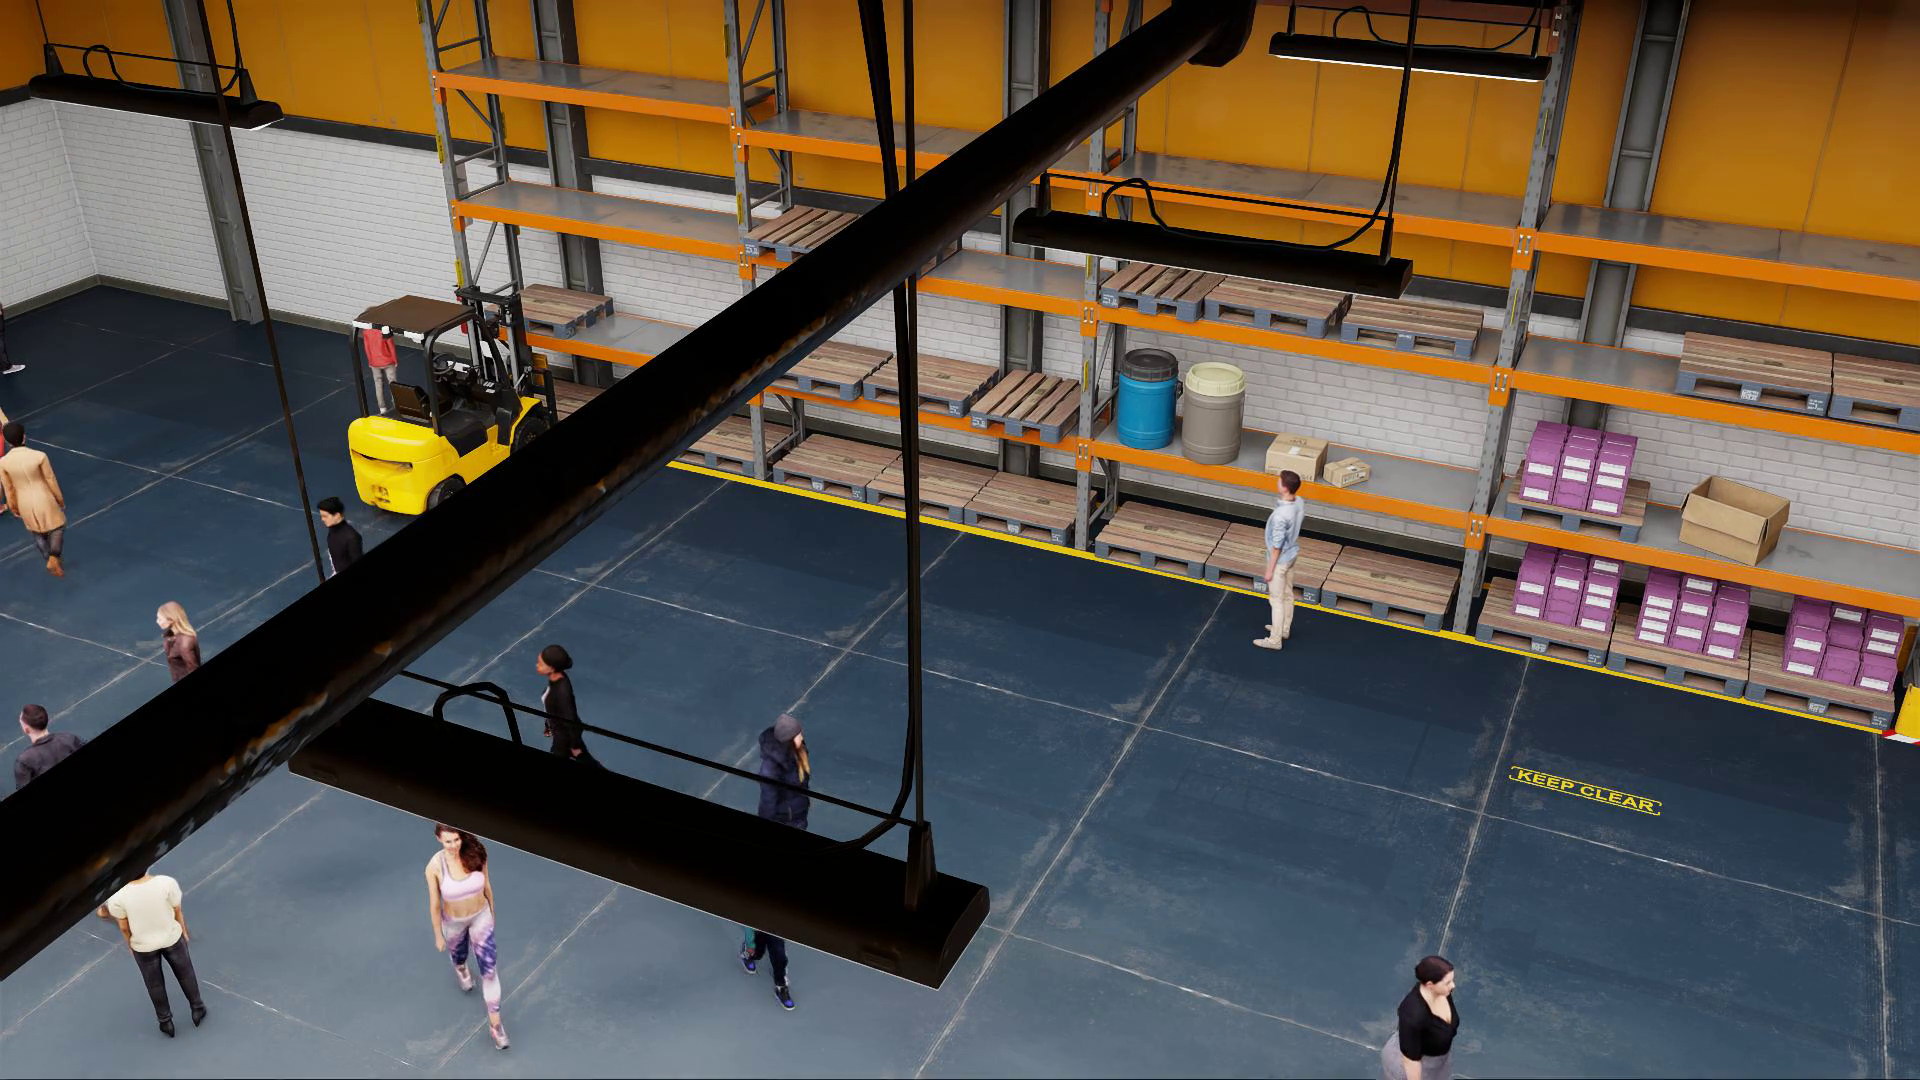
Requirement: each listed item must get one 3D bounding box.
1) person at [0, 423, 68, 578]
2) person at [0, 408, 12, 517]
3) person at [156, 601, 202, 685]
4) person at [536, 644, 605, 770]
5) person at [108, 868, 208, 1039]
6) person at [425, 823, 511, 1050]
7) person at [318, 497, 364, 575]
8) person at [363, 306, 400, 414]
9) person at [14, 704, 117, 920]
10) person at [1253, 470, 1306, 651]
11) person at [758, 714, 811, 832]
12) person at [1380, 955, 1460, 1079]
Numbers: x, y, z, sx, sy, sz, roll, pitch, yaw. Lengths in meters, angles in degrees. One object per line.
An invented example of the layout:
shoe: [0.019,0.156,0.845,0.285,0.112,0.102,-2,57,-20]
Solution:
person: [-9.404,-0.357,16.919,0.941,1.715,0.994,-8,30,-15]
person: [-10.693,-1.057,18.230,0.968,1.688,0.872,3,29,5]
person: [-6.420,1.254,13.979,0.739,1.703,0.624,-17,33,-28]
person: [-3.113,1.565,13.488,1.139,1.628,1.079,-10,30,-17]
person: [-5.492,2.736,11.382,0.653,1.587,0.661,-16,33,-27]
person: [-3.431,2.603,11.475,1.064,1.731,1.226,-14,32,-24]
person: [-5.640,0.355,15.624,1.001,1.706,0.943,23,36,35]
person: [-7.177,-2.224,20.653,0.533,1.417,0.644,0,29,-1]
person: [-6.625,2.061,12.391,1.096,1.806,0.641,13,31,22]
person: [3.065,0.183,15.792,0.620,1.847,0.687,19,34,31]
person: [-1.420,2.045,12.608,1.146,1.627,0.799,8,30,15]
person: [2.738,3.216,10.342,0.825,1.741,0.772,22,35,34]
